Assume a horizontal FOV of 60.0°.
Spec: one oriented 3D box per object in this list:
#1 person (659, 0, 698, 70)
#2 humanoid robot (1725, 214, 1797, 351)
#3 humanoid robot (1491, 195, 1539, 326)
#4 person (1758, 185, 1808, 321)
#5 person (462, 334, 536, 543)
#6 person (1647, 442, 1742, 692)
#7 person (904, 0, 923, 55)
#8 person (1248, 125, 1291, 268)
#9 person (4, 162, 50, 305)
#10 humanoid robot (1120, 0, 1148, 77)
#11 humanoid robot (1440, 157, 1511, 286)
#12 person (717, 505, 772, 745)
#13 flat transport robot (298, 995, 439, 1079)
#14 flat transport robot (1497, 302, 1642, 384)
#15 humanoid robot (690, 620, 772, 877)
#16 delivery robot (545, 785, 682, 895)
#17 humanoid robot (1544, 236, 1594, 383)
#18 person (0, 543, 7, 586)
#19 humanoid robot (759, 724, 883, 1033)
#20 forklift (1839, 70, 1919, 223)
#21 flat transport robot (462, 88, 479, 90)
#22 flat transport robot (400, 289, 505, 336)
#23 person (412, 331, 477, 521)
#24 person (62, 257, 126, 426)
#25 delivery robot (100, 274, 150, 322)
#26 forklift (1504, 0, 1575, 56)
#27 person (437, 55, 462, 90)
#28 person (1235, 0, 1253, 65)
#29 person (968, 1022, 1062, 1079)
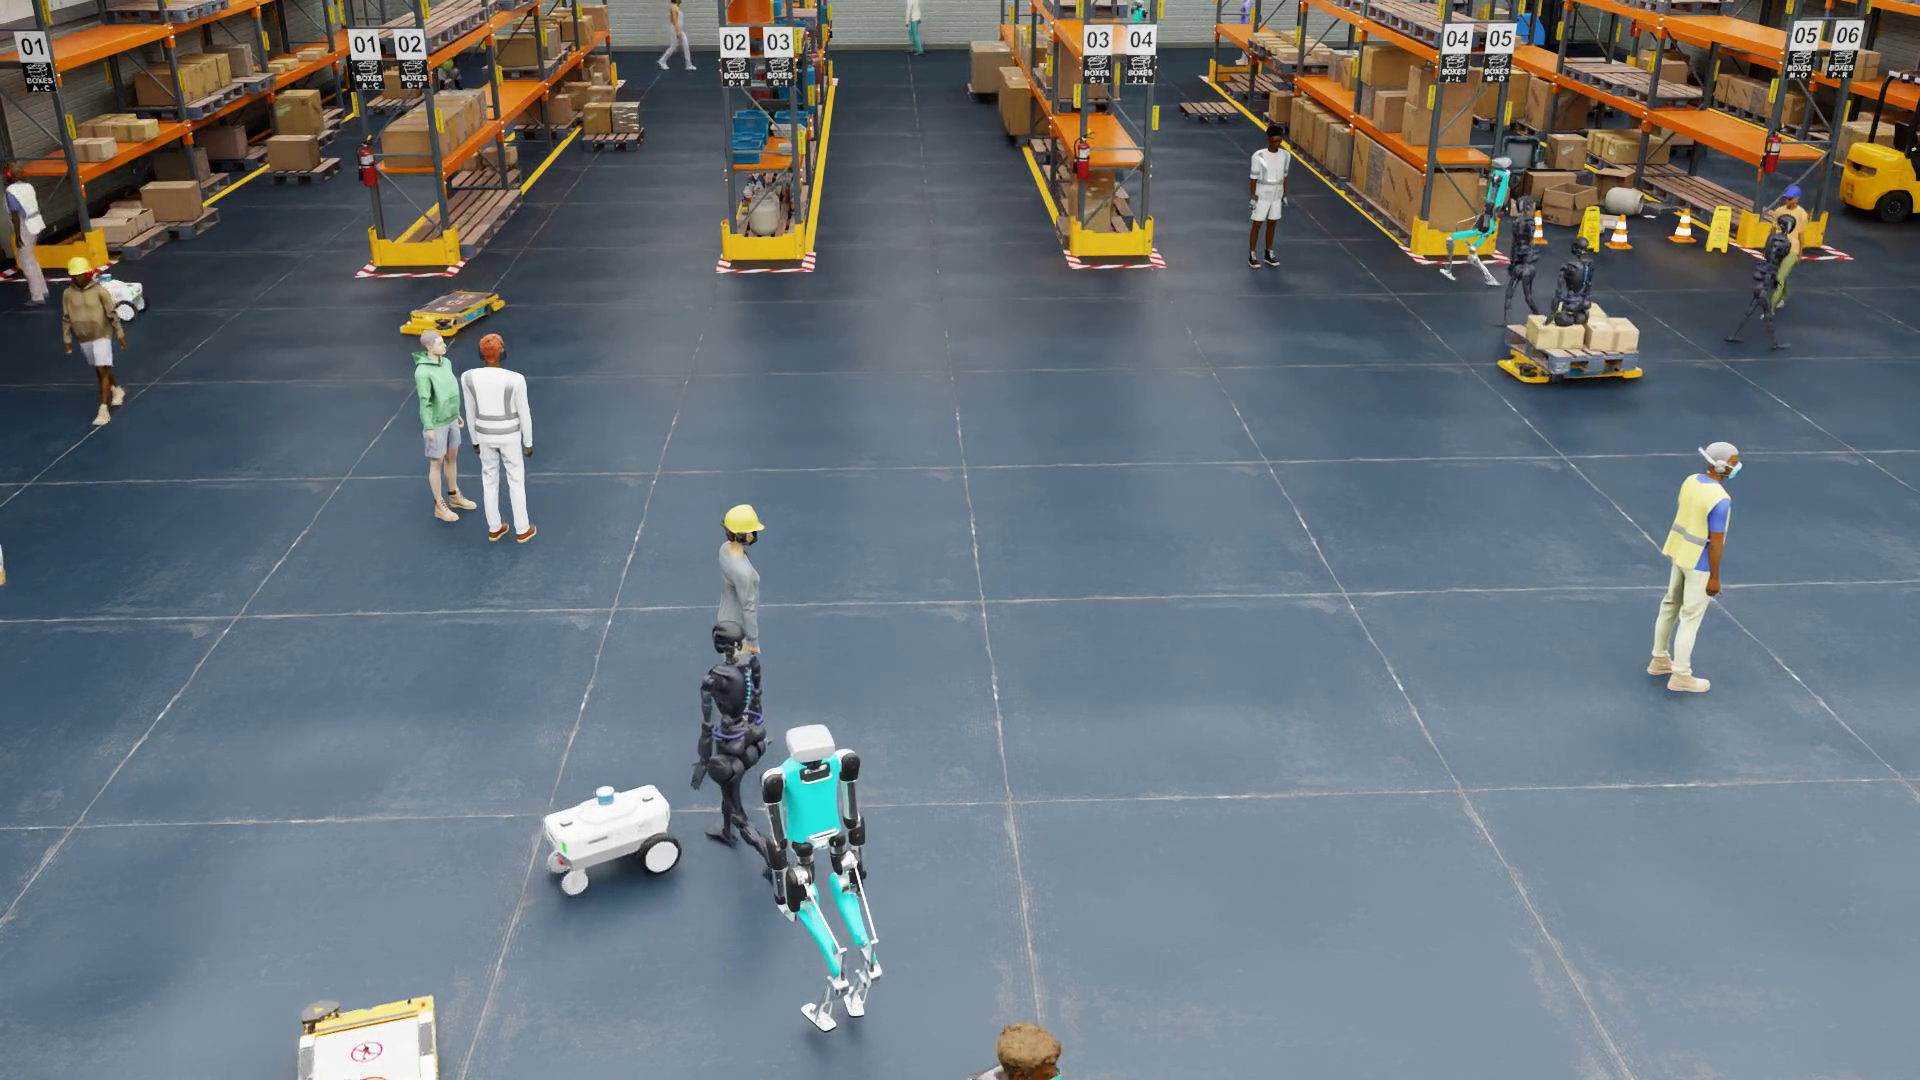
[{"bbox_3d":[-6.872,-12.296,40.181,0.883,1.832,0.499,6,25,13],"label":"person"},{"bbox_3d":[9.585,-3.062,19.661,0.775,1.622,0.608,15,28,31],"label":"humanoid robot"},{"bbox_3d":[6.953,-3.396,20.421,0.648,1.647,0.636,0,24,-1],"label":"humanoid robot"},{"bbox_3d":[10.395,-3.643,20.917,0.794,1.688,0.451,-16,29,-32],"label":"person"},{"bbox_3d":[-3.992,-0.875,14.471,0.565,1.878,0.352,1,24,3],"label":"person"},{"bbox_3d":[5.319,0.185,12.066,0.402,1.891,0.522,-3,24,-7],"label":"person"},{"bbox_3d":[-1.236,-13.268,42.479,0.651,1.721,0.550,7,25,16],"label":"person"},{"bbox_3d":[4.304,-4.793,23.157,0.606,1.965,0.373,-9,26,-19],"label":"person"},{"bbox_3d":[-12.035,-3.948,21.459,0.440,1.817,0.595,-2,24,-5],"label":"person"},{"bbox_3d":[3.940,-11.700,38.963,0.794,1.784,0.559,-15,28,-31],"label":"humanoid robot"},{"bbox_3d":[6.865,-4.269,22.321,1.015,1.772,0.533,13,27,27],"label":"humanoid robot"},{"bbox_3d":[-1.473,0.578,11.344,0.337,1.756,0.516,-10,26,-22],"label":"person"},{"bbox_3d":[-2.927,2.768,8.252,0.659,0.231,1.431,-8,25,-17],"label":"flat transport robot"},{"bbox_3d":[6.955,-2.008,18.985,1.431,0.231,0.659,-4,24,-9],"label":"flat transport robot"},{"bbox_3d":[-1.344,1.249,10.013,0.760,1.651,0.608,14,27,28],"label":"humanoid robot"},{"bbox_3d":[-2.121,1.772,10.125,0.764,0.582,0.499,-14,28,-29],"label":"delivery robot"},{"bbox_3d":[6.786,-2.550,18.469,0.602,1.656,0.329,-13,27,-26],"label":"humanoid robot"},{"bbox_3d":[-8.224,-0.487,13.597,0.564,1.876,0.384,-6,25,-12],"label":"person"},{"bbox_3d":[-0.640,1.799,8.462,0.533,1.677,0.735,-12,27,-25],"label":"humanoid robot"},{"bbox_3d":[15.132,-6.143,25.915,2.313,2.155,1.214,-1,24,-2],"label":"forklift"},{"bbox_3d":[-10.548,-9.539,35.906,0.659,0.231,1.431,-1,24,-2],"label":"flat transport robot"},{"bbox_3d":[-6.364,-2.856,20.890,0.659,0.231,1.431,6,25,13],"label":"flat transport robot"},{"bbox_3d":[-4.682,-1.044,15.005,0.341,1.743,0.476,8,25,18],"label":"person"},{"bbox_3d":[-9.124,-2.149,17.516,0.550,1.719,0.924,-2,24,-4],"label":"person"},{"bbox_3d":[-10.693,-3.052,20.974,0.791,0.592,0.499,-2,24,-4],"label":"delivery robot"},{"bbox_3d":[14.700,-13.805,42.301,1.873,2.768,1.129,-1,24,-2],"label":"forklift"},{"bbox_3d":[-10.904,-10.041,35.343,0.567,1.640,0.907,6,25,13],"label":"person"},{"bbox_3d":[7.052,-12.649,41.018,0.396,1.797,0.592,3,24,7],"label":"person"},{"bbox_3d":[0.173,2.672,6.468,0.377,1.906,0.572,6,25,14],"label":"person"}]
